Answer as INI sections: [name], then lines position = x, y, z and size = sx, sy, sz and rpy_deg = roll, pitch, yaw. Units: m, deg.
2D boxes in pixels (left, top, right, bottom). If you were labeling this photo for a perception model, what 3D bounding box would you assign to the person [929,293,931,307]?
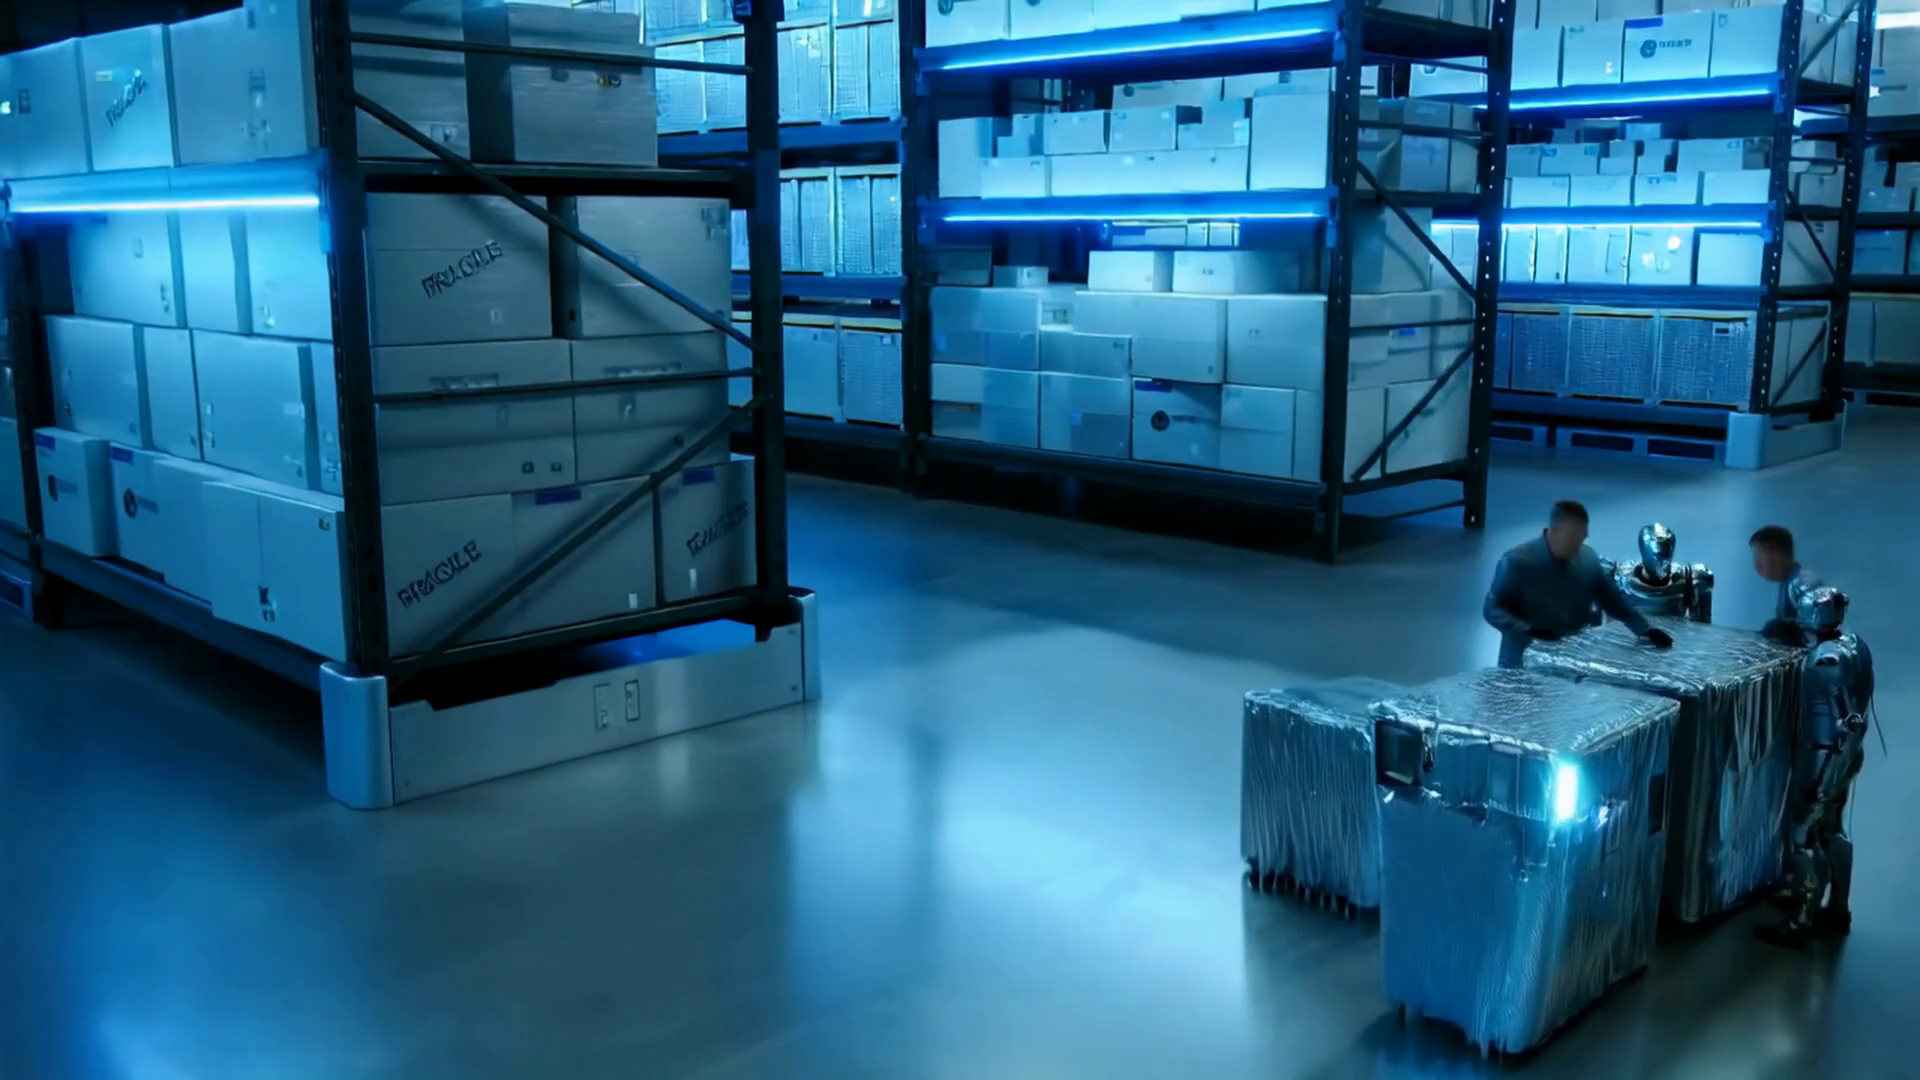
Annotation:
[person]
position = -0.293, -2.679, 21.190
size = 0.952, 1.899, 0.550
rpy_deg = 9, 14, 41
